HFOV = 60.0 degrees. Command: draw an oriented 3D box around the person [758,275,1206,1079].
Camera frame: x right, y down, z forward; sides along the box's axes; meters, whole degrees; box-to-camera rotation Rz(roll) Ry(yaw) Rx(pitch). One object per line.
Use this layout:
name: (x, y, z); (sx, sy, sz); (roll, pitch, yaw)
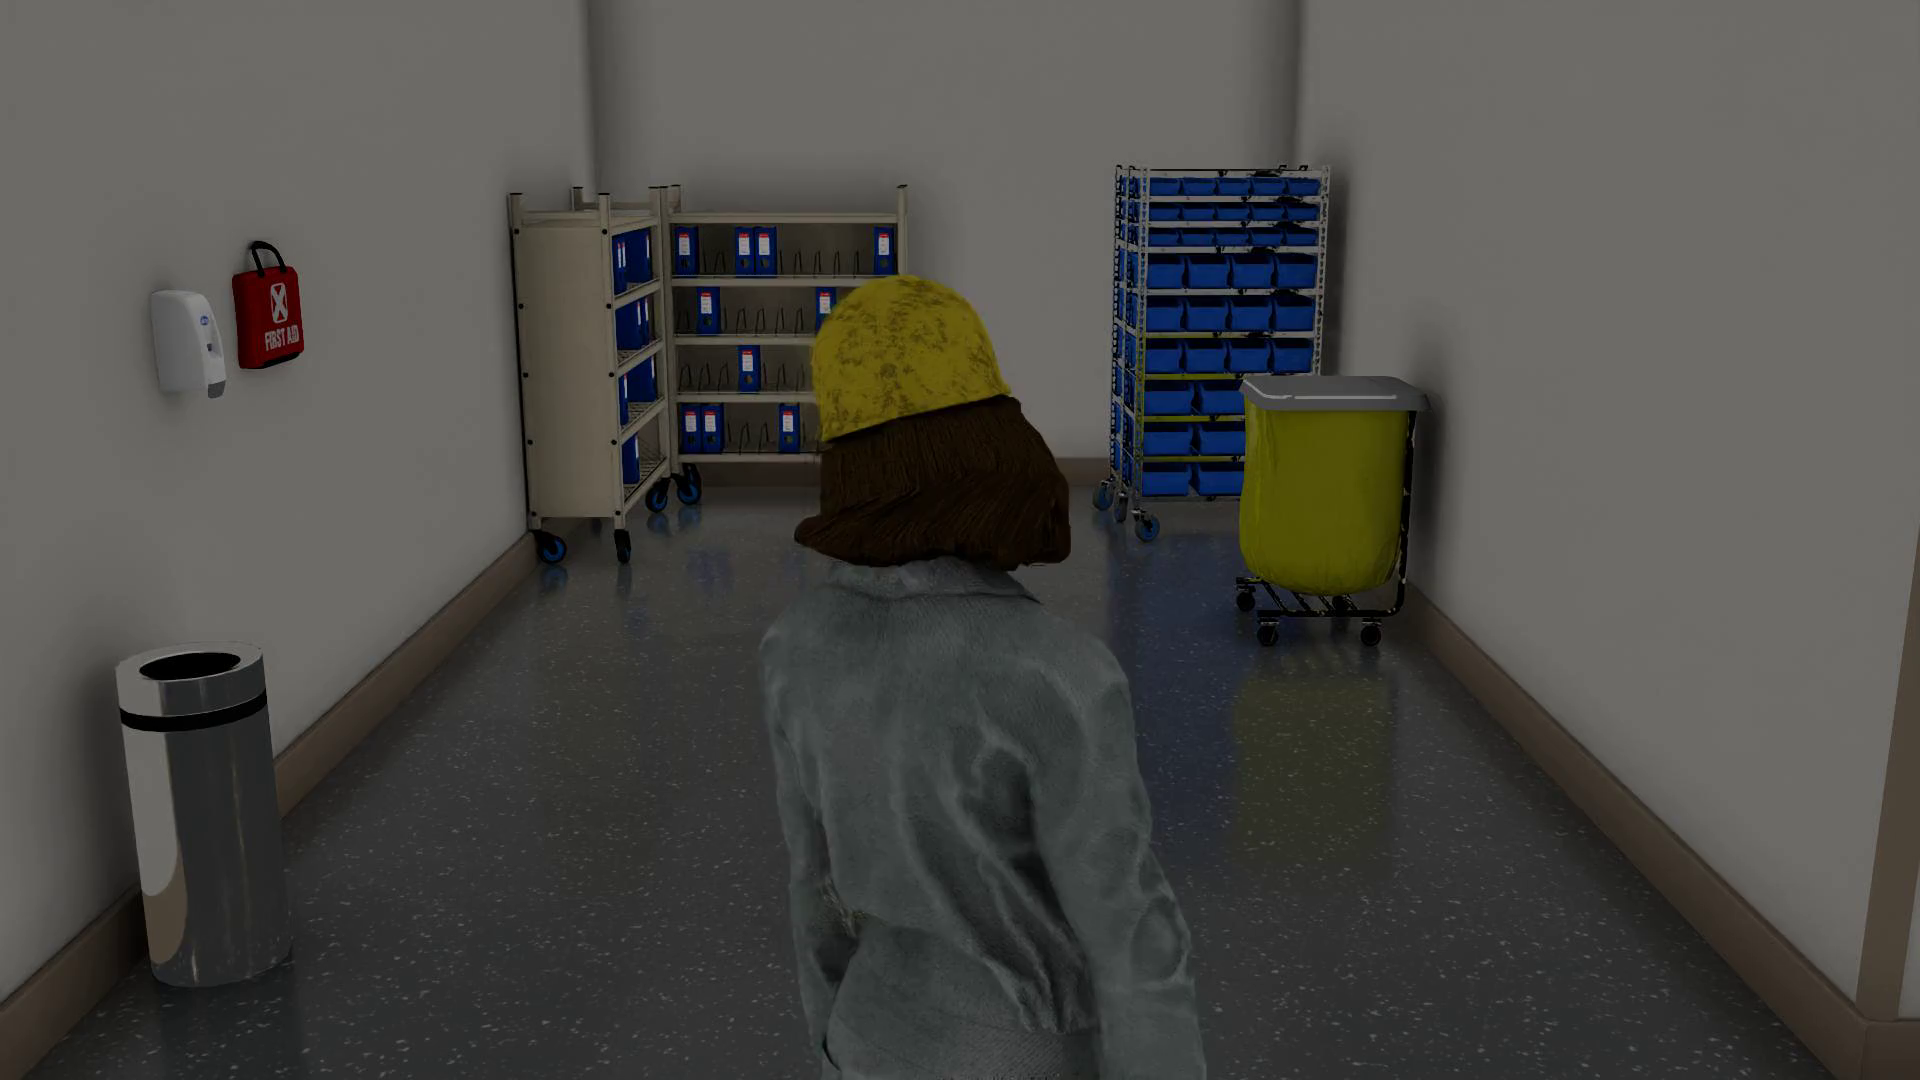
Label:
person: (0.002, 0.601, 1.709); (0.507, 1.710, 0.562); (-12, 18, -41)
